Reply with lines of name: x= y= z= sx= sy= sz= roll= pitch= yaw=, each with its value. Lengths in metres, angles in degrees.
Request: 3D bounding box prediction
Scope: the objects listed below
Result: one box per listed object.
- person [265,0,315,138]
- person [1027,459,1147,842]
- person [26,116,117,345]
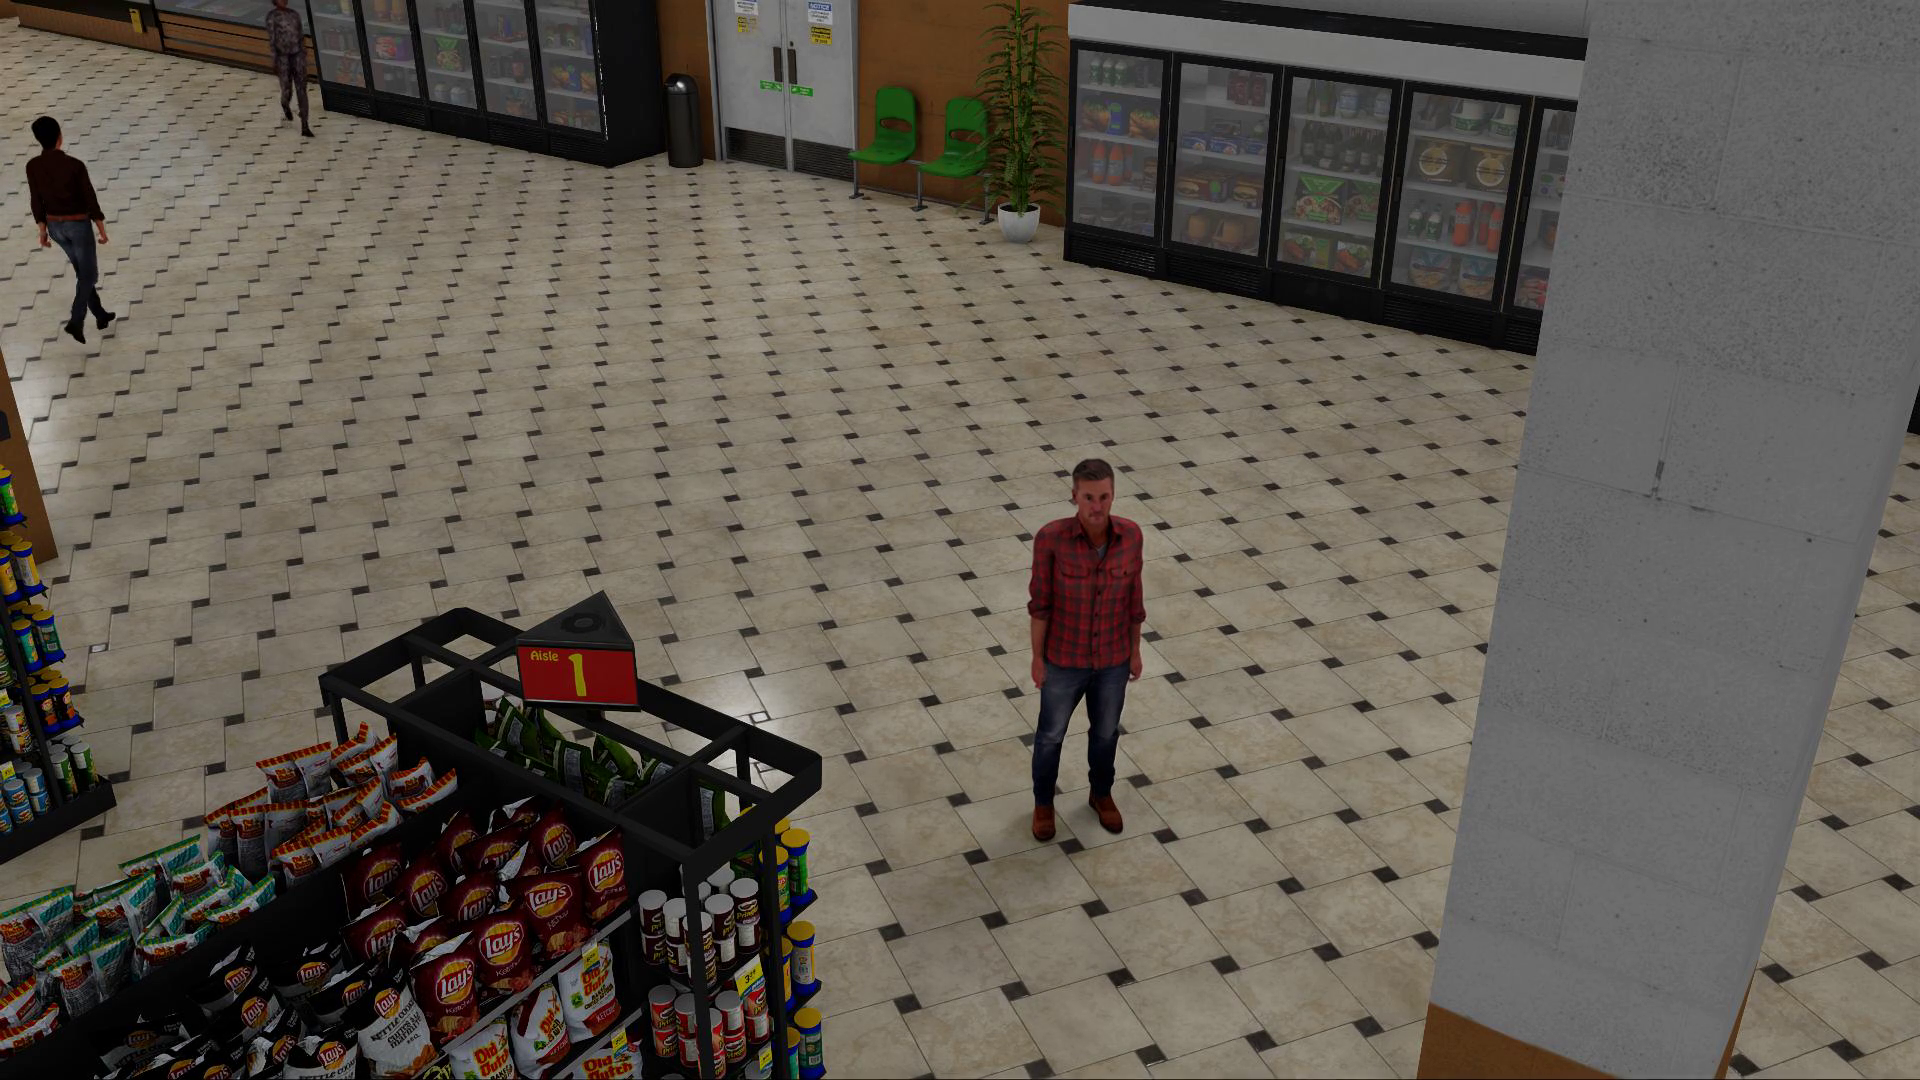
person: x=-7.876 y=-5.605 z=19.500 sx=0.984 sy=1.697 sz=0.826 roll=-20 pitch=33 yaw=-34
person: x=0.552 y=0.477 z=7.357 sx=0.742 sy=1.831 sz=0.808 roll=-5 pitch=27 yaw=-10
person: x=-7.050 y=-2.415 z=13.141 sx=1.060 sy=1.758 sz=1.196 roll=-1 pitch=27 yaw=-1
